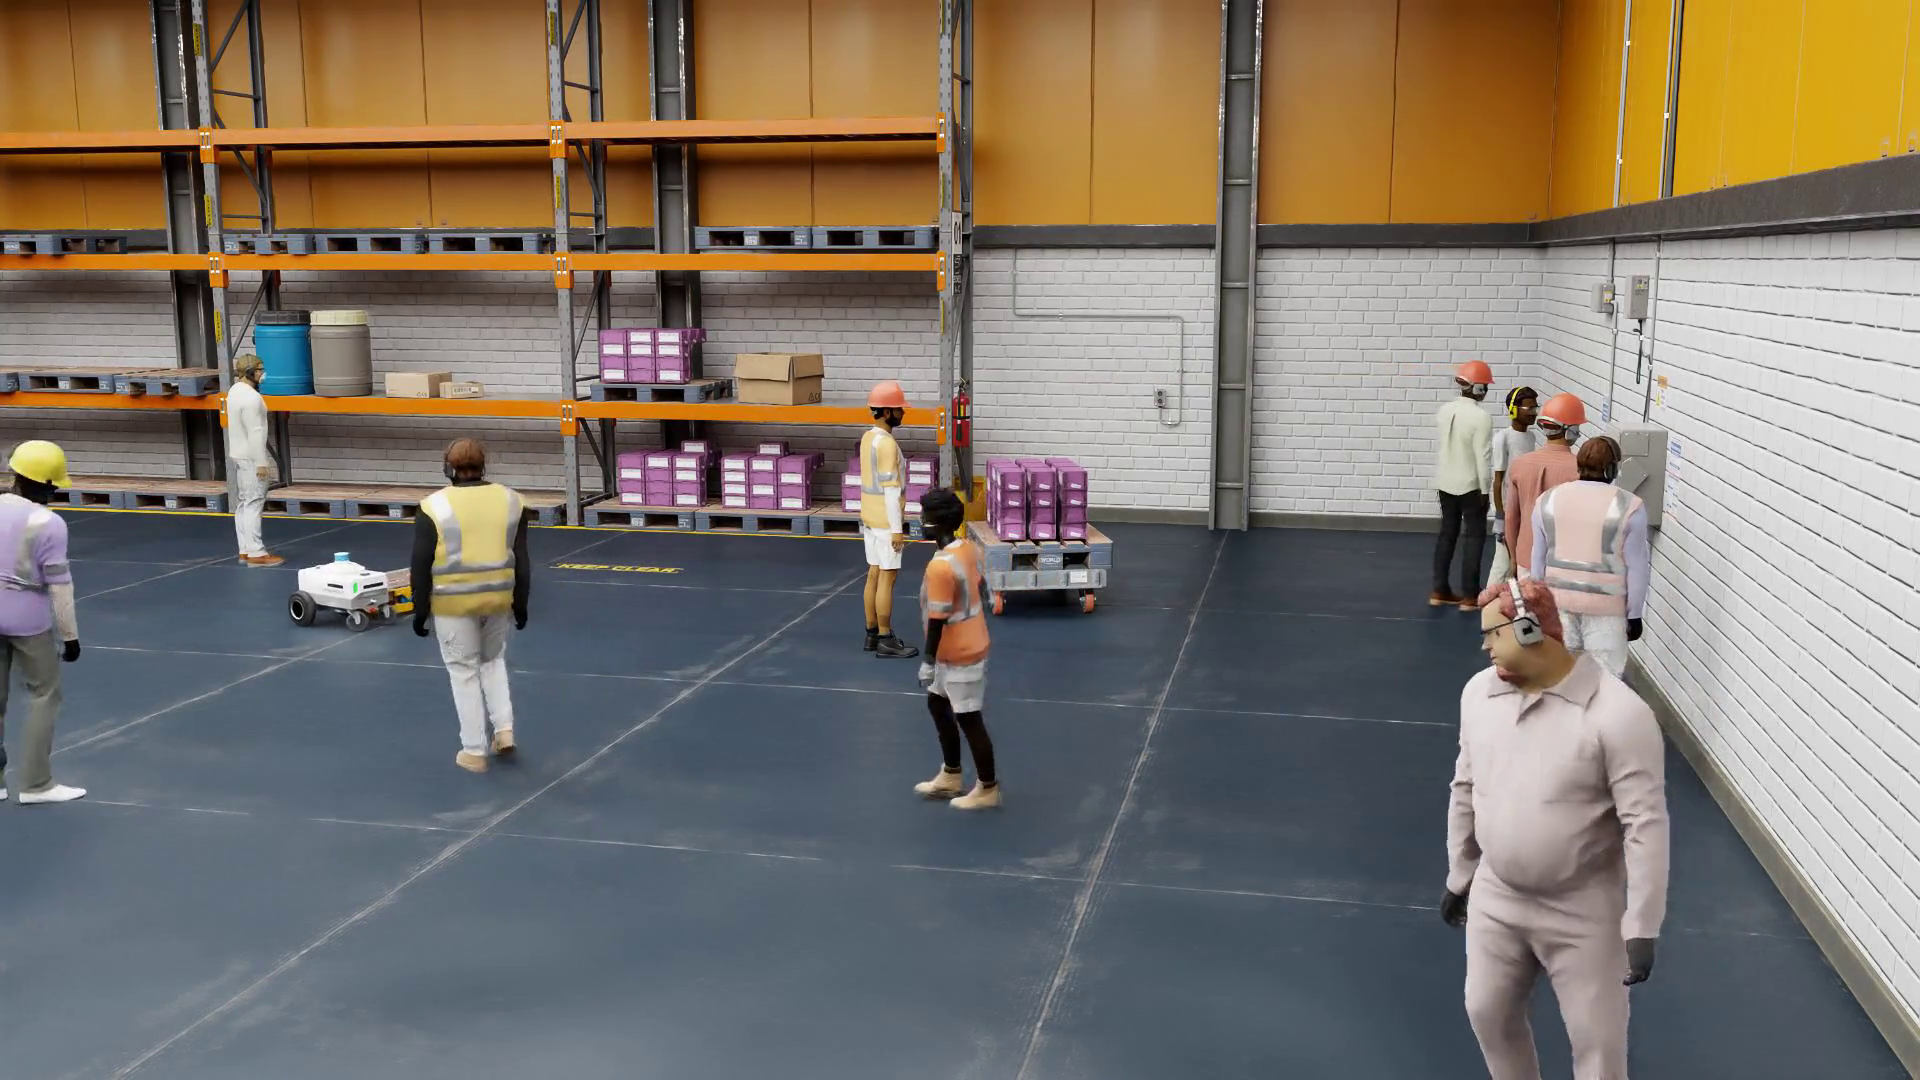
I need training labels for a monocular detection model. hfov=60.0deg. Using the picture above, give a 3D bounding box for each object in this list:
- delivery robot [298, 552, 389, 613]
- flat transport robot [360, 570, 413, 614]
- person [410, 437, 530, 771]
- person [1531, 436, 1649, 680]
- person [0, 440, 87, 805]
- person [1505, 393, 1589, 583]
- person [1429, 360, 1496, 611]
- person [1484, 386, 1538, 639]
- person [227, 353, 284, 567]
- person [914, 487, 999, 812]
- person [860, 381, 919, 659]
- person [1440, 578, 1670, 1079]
[{"bbox_3d":[-4.678,0.338,12.618,0.707,0.478,0.477,6,11,32],"label":"delivery robot"},{"bbox_3d":[-4.360,0.367,13.565,0.652,0.197,1.431,6,11,31],"label":"flat transport robot"},{"bbox_3d":[-2.667,0.355,9.058,0.628,1.829,0.453,-9,13,-42],"label":"person"},{"bbox_3d":[3.397,0.358,8.978,0.430,1.845,0.624,-9,13,-44],"label":"person"},{"bbox_3d":[-4.860,0.425,8.505,0.740,1.877,0.382,2,10,9],"label":"person"},{"bbox_3d":[3.525,0.129,9.875,0.379,1.996,0.609,-7,12,-36],"label":"person"},{"bbox_3d":[4.018,-0.433,13.207,0.432,1.985,0.637,-4,10,-23],"label":"person"},{"bbox_3d":[4.035,-0.177,12.071,0.507,1.868,0.329,-9,13,-44],"label":"person"},{"bbox_3d":[-6.428,-0.724,15.096,0.356,1.936,0.635,-7,12,-36],"label":"person"},{"bbox_3d":[-0.045,0.557,8.286,0.528,1.670,0.552,1,10,5],"label":"person"},{"bbox_3d":[-0.512,-0.141,11.645,0.354,1.939,0.544,-4,10,-21],"label":"person"},{"bbox_3d":[1.759,1.053,4.825,0.396,1.864,0.829,-9,13,-43],"label":"person"}]
